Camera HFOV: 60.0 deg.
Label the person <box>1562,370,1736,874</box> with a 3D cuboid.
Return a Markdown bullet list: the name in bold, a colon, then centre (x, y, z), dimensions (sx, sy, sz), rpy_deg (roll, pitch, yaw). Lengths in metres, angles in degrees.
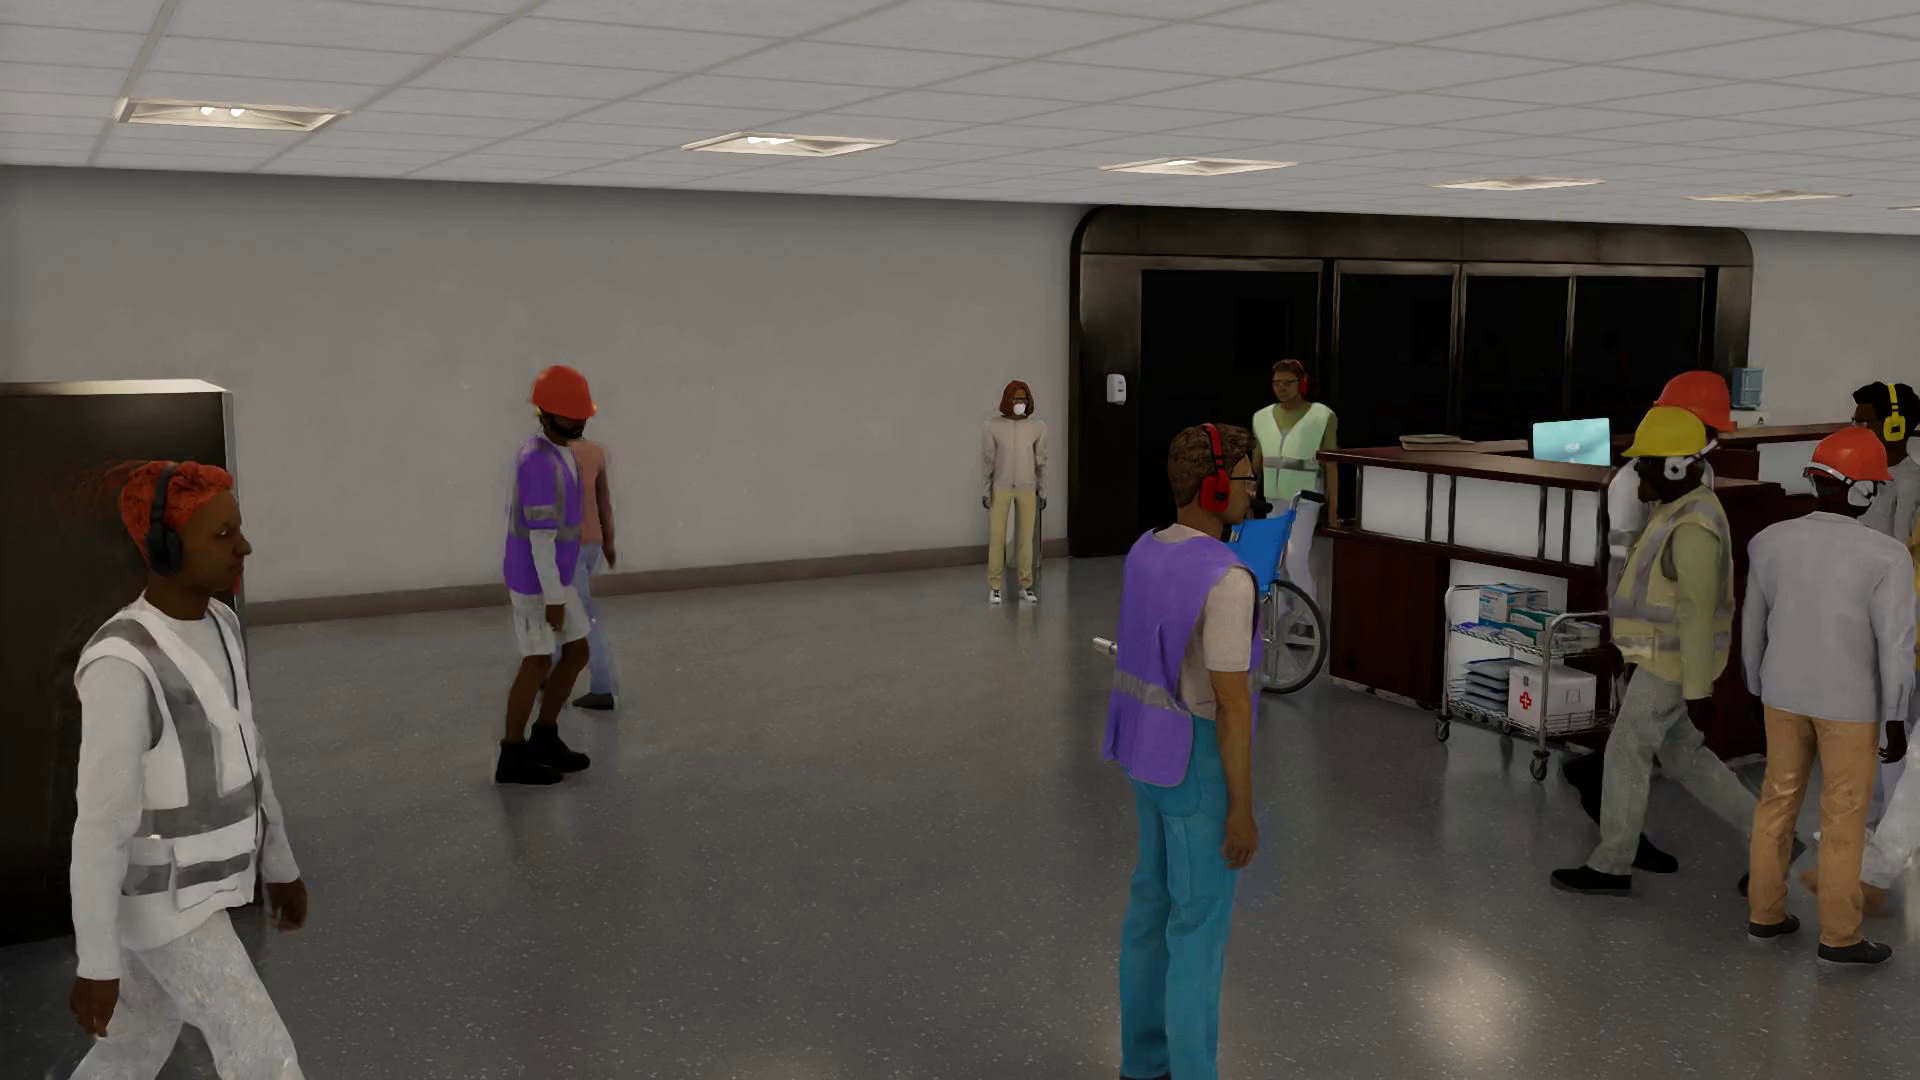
- **person**: centre (2.660, 0.300, 6.404), dimensions (0.633, 1.907, 0.578), rpy_deg (-6, 10, -35)

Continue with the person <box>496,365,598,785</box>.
- **person**: centre (-1.836, 0.171, 7.365), dimensions (0.581, 1.890, 0.559), rpy_deg (0, 8, 3)

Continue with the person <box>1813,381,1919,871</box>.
- **person**: centre (3.527, 0.329, 6.362), dimensions (0.324, 1.861, 0.510), rpy_deg (2, 8, 16)

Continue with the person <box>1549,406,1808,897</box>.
- **person**: centre (2.607, 0.417, 5.935), dimensions (0.793, 1.798, 0.575), rpy_deg (4, 9, 24)

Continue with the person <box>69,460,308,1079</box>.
- **person**: centre (-1.642, 0.743, 3.493), dimensions (1.023, 1.831, 0.593), rpy_deg (-1, 8, -7)

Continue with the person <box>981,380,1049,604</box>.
- **person**: centre (0.398, -0.345, 12.089), dimensions (0.504, 1.627, 0.285), rpy_deg (-1, 8, -9)

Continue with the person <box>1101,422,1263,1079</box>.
- **person**: centre (0.581, 0.617, 4.315), dimensions (0.389, 1.845, 0.564), rpy_deg (-3, 8, -20)

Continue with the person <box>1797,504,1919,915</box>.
- **person**: centre (3.397, 0.427, 5.844), dimensions (0.920, 1.799, 0.646), rpy_deg (1, 8, 7)

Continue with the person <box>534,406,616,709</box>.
- **person**: centre (-2.171, 0.034, 8.939), dimensions (0.815, 1.729, 0.528), rpy_deg (3, 9, 23)

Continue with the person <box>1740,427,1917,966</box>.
- **person**: centre (2.855, 0.504, 5.462), dimensions (0.337, 1.749, 0.574), rpy_deg (-4, 9, -29)

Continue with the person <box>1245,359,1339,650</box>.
- **person**: centre (2.056, -0.210, 10.351), dimensions (0.598, 1.828, 0.457), rpy_deg (7, 10, 41)
